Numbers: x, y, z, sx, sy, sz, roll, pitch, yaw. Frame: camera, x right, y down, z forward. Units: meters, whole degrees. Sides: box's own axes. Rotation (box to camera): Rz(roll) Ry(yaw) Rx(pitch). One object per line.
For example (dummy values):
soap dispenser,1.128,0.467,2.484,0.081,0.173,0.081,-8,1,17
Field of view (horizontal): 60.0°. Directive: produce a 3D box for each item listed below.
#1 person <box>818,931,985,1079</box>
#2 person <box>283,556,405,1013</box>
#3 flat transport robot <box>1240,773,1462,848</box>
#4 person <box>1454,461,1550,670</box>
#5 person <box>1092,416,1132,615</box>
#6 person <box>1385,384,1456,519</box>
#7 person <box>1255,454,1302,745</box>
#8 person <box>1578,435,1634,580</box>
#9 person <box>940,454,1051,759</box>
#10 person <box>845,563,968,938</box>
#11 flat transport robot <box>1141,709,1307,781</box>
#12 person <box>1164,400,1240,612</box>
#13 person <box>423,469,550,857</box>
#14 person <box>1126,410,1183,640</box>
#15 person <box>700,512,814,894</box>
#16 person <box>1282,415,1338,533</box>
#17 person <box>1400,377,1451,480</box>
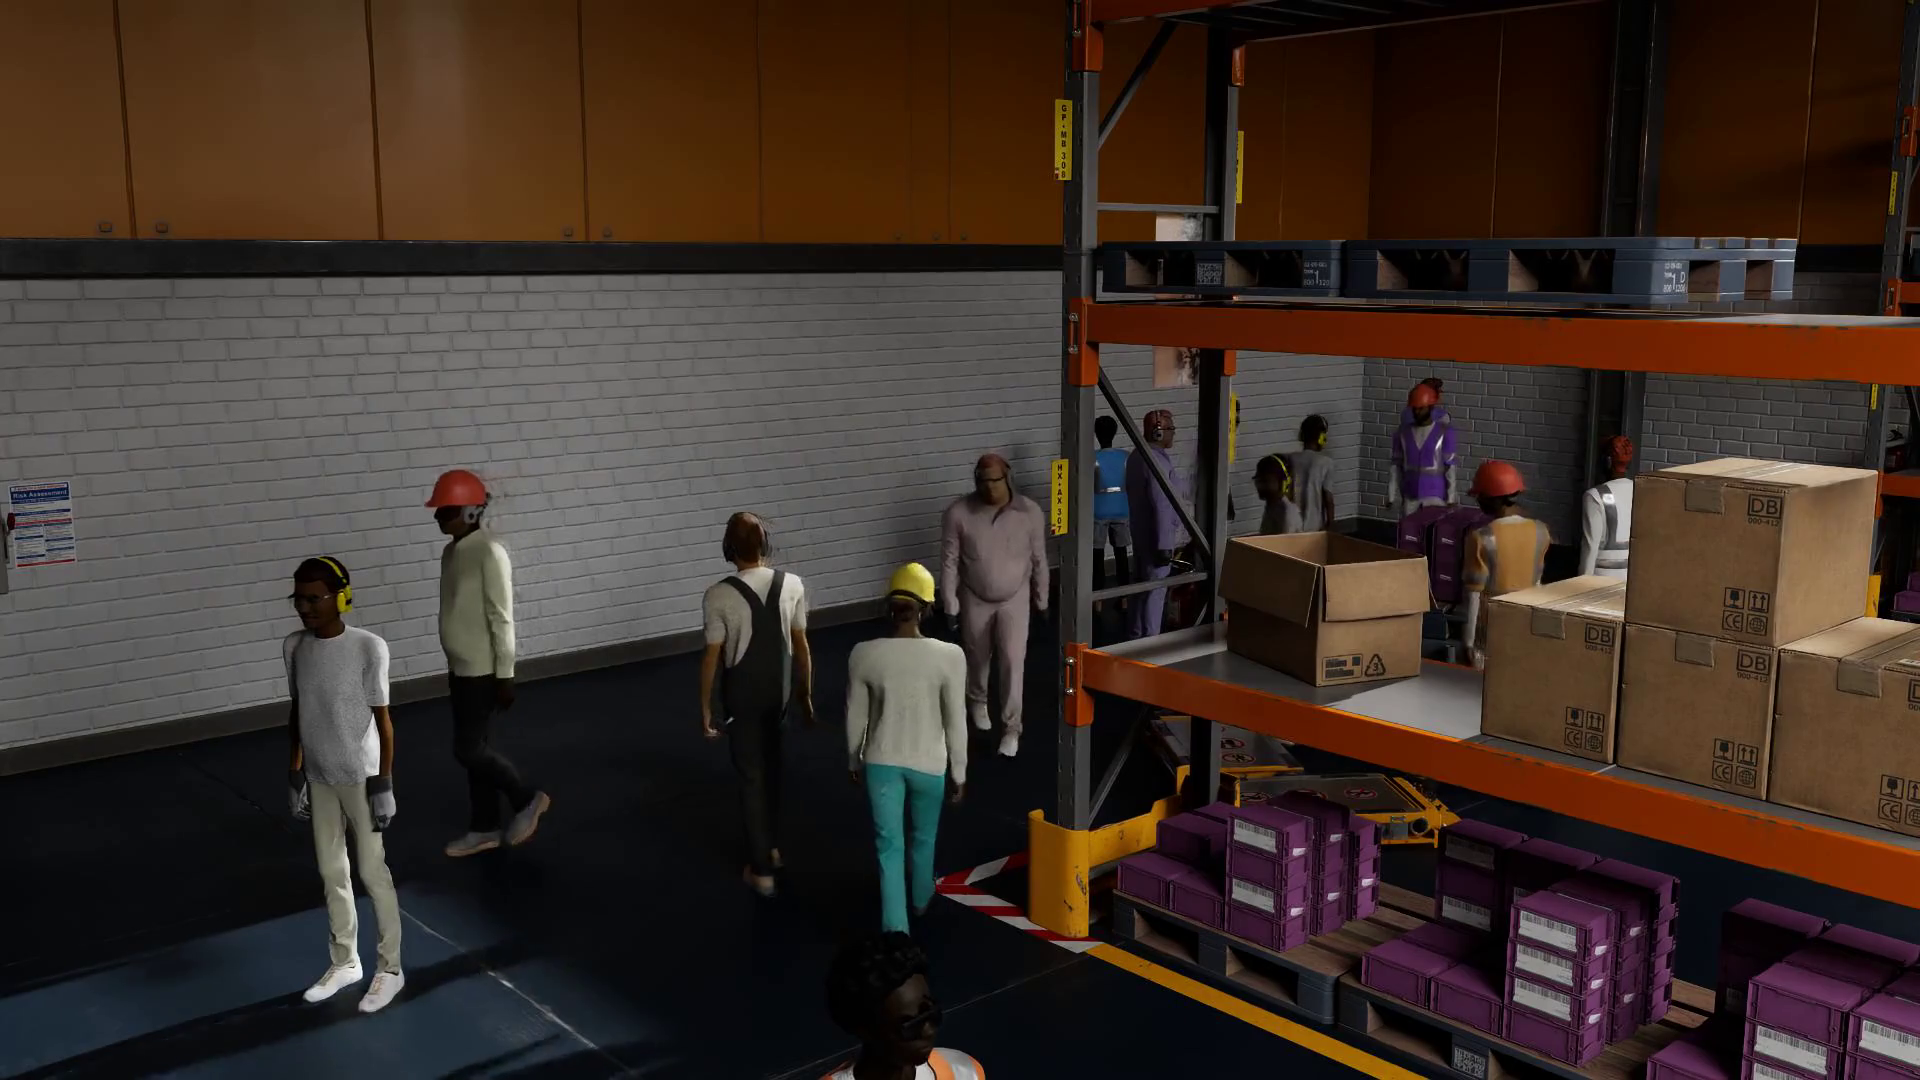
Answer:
person,-0.153,1.614,3.422,0.540,1.700,0.316,-7,12,-37
person,-2.499,0.976,6.711,0.510,1.862,0.323,3,10,18
flat transport robot,1.883,1.424,8.714,1.431,0.197,0.652,-1,10,-5
person,3.077,0.487,9.453,0.567,1.896,0.782,-2,10,-13
person,1.243,-0.209,14.118,0.530,1.693,0.321,-4,10,-21
person,4.003,-0.391,14.510,0.585,1.922,0.457,6,11,31
person,1.963,0.360,10.399,0.375,1.837,0.584,0,10,-2
person,4.234,0.255,10.854,0.574,1.882,0.356,-5,11,-27
person,0.222,0.367,10.326,0.693,1.858,1.005,0,10,1
person,-0.230,0.953,7.220,0.540,1.707,0.912,0,10,2
flat transport robot,1.518,1.255,9.704,0.652,0.197,1.431,-1,10,-5
person,2.029,-0.297,14.096,0.764,1.887,0.605,2,10,13
person,-2.437,0.627,8.365,0.465,1.981,0.643,-8,13,-39
person,1.462,-0.021,12.394,0.407,1.906,0.655,-2,10,-11
person,-1.009,0.762,8.042,0.556,1.823,0.636,-6,11,-31
person,2.675,-0.052,12.854,0.573,1.810,0.923,6,11,30
person,4.577,-0.681,16.436,0.373,1.843,0.572,-7,12,-37
